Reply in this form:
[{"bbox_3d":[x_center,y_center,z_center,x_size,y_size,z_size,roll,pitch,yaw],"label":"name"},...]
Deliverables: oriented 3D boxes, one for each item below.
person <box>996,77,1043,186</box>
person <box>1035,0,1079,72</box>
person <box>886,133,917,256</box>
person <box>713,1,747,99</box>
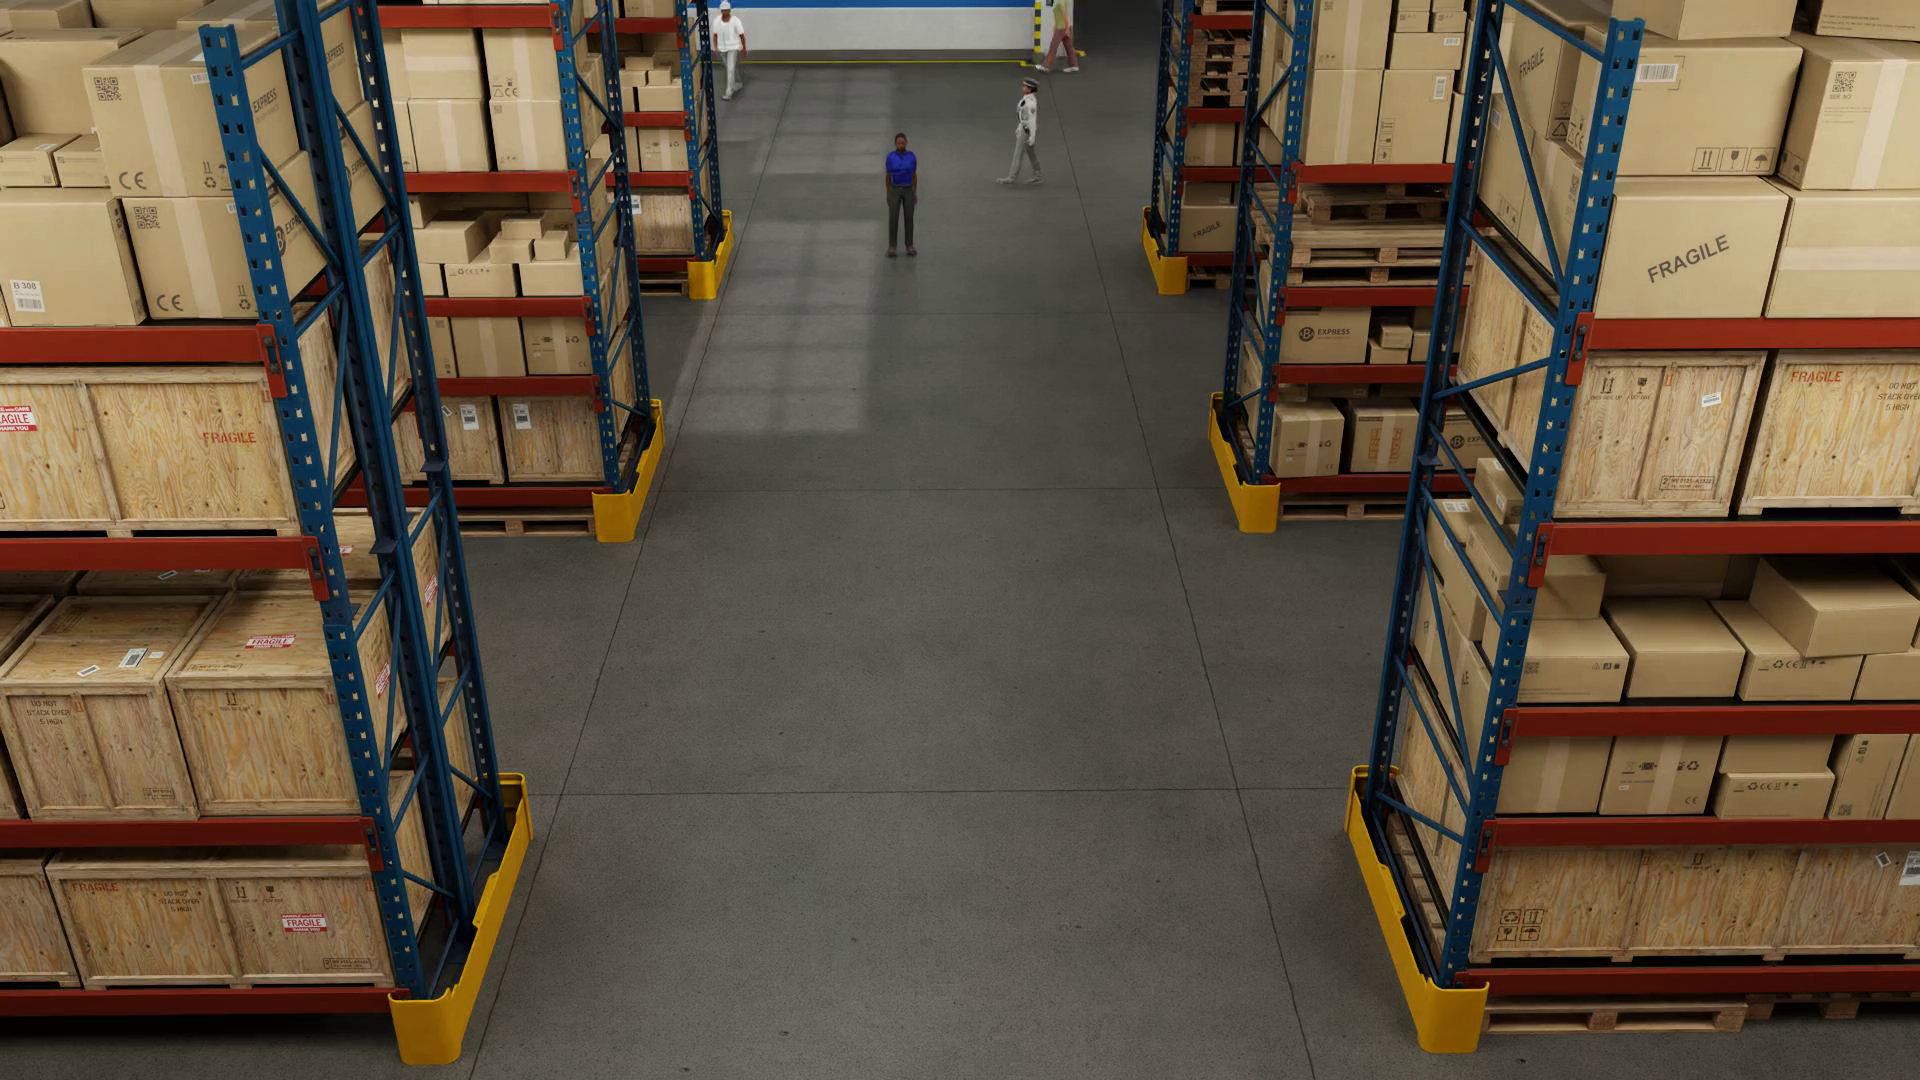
[{"bbox_3d":[0.938,-6.331,25.762,0.750,1.682,0.493,-1,28,-1],"label":"person"},{"bbox_3d":[1.945,-10.053,32.683,0.846,1.641,0.485,6,29,12],"label":"person"},{"bbox_3d":[-0.805,-4.757,22.870,0.448,1.661,0.327,-5,29,-8],"label":"person"},{"bbox_3d":[-4.326,-9.154,30.990,0.569,1.726,0.998,12,30,21],"label":"person"}]
